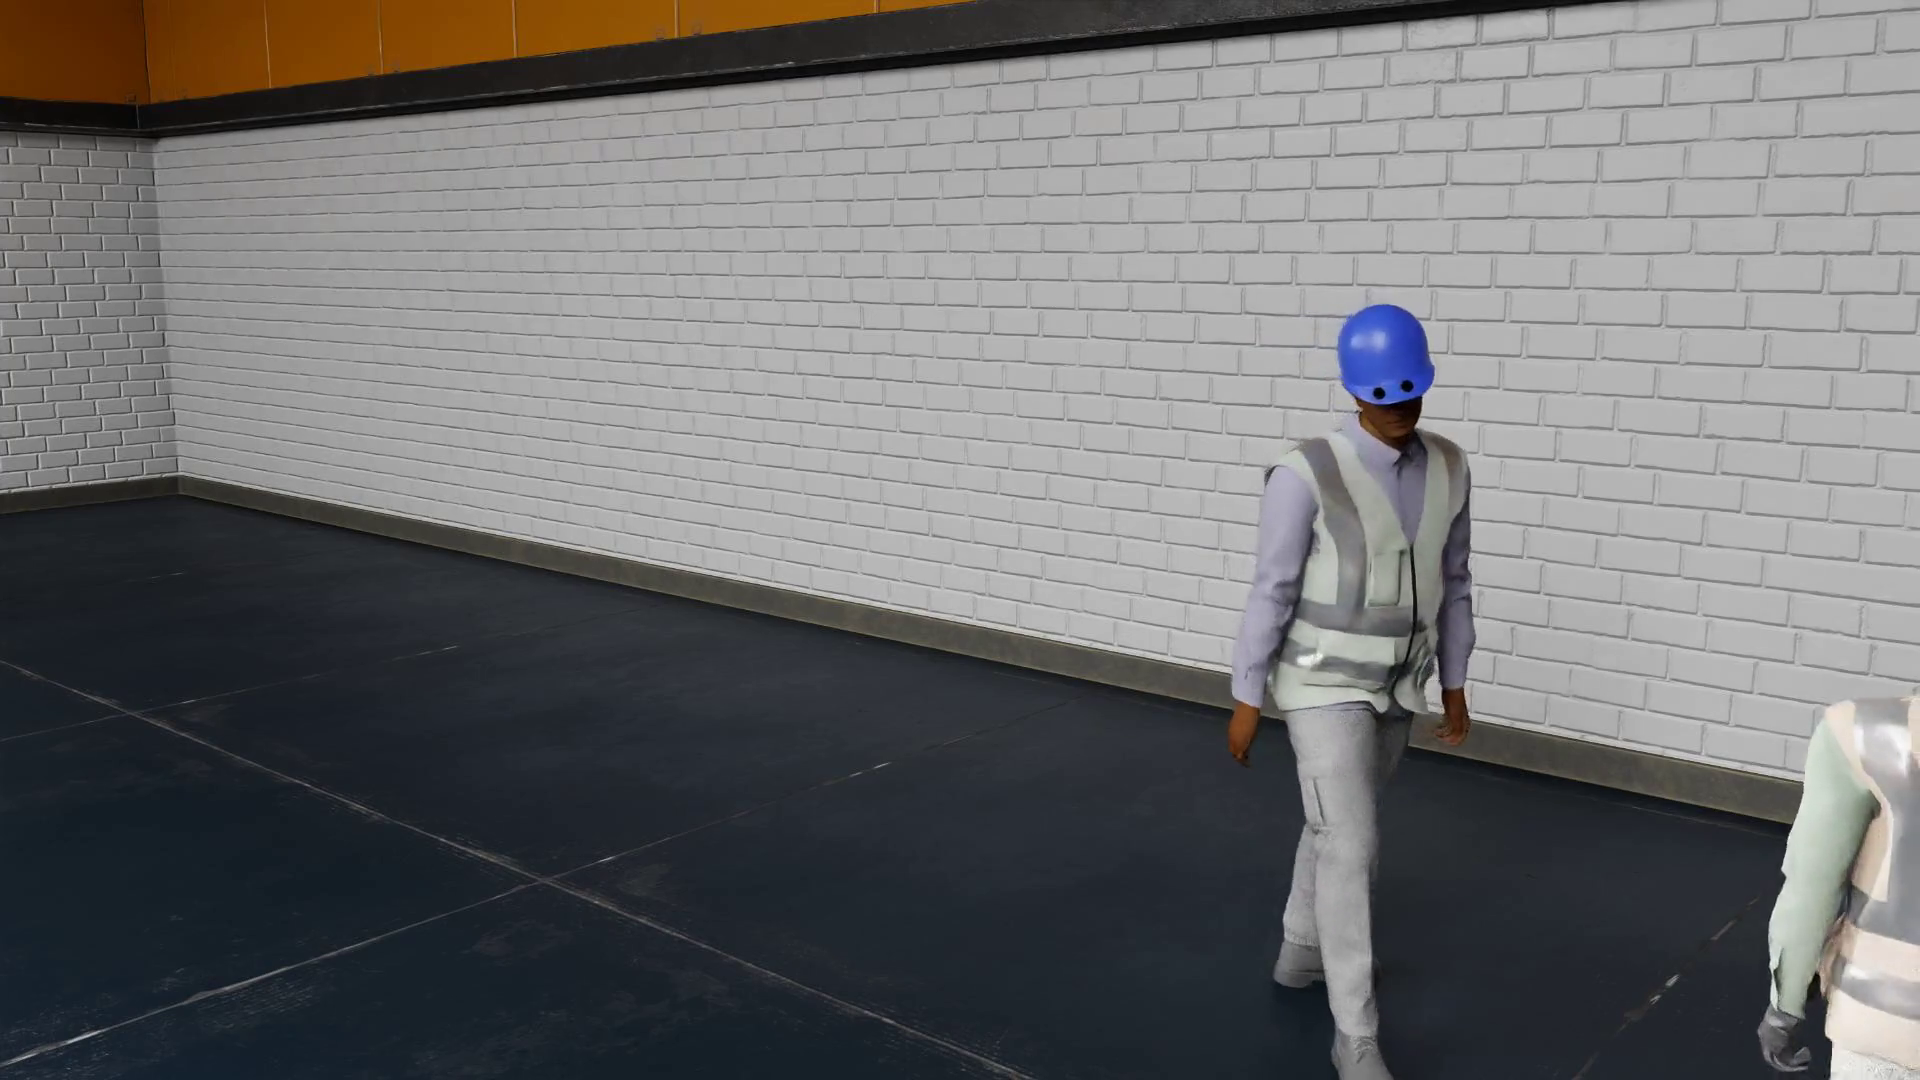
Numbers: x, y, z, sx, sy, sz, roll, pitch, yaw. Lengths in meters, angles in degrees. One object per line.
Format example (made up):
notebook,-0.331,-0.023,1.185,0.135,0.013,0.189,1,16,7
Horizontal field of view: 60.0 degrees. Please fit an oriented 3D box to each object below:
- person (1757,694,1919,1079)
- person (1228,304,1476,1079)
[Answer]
person,1.532,0.789,2.528,0.507,1.606,0.787,1,10,7
person,0.996,0.360,4.175,0.651,1.897,0.701,-6,12,-32
